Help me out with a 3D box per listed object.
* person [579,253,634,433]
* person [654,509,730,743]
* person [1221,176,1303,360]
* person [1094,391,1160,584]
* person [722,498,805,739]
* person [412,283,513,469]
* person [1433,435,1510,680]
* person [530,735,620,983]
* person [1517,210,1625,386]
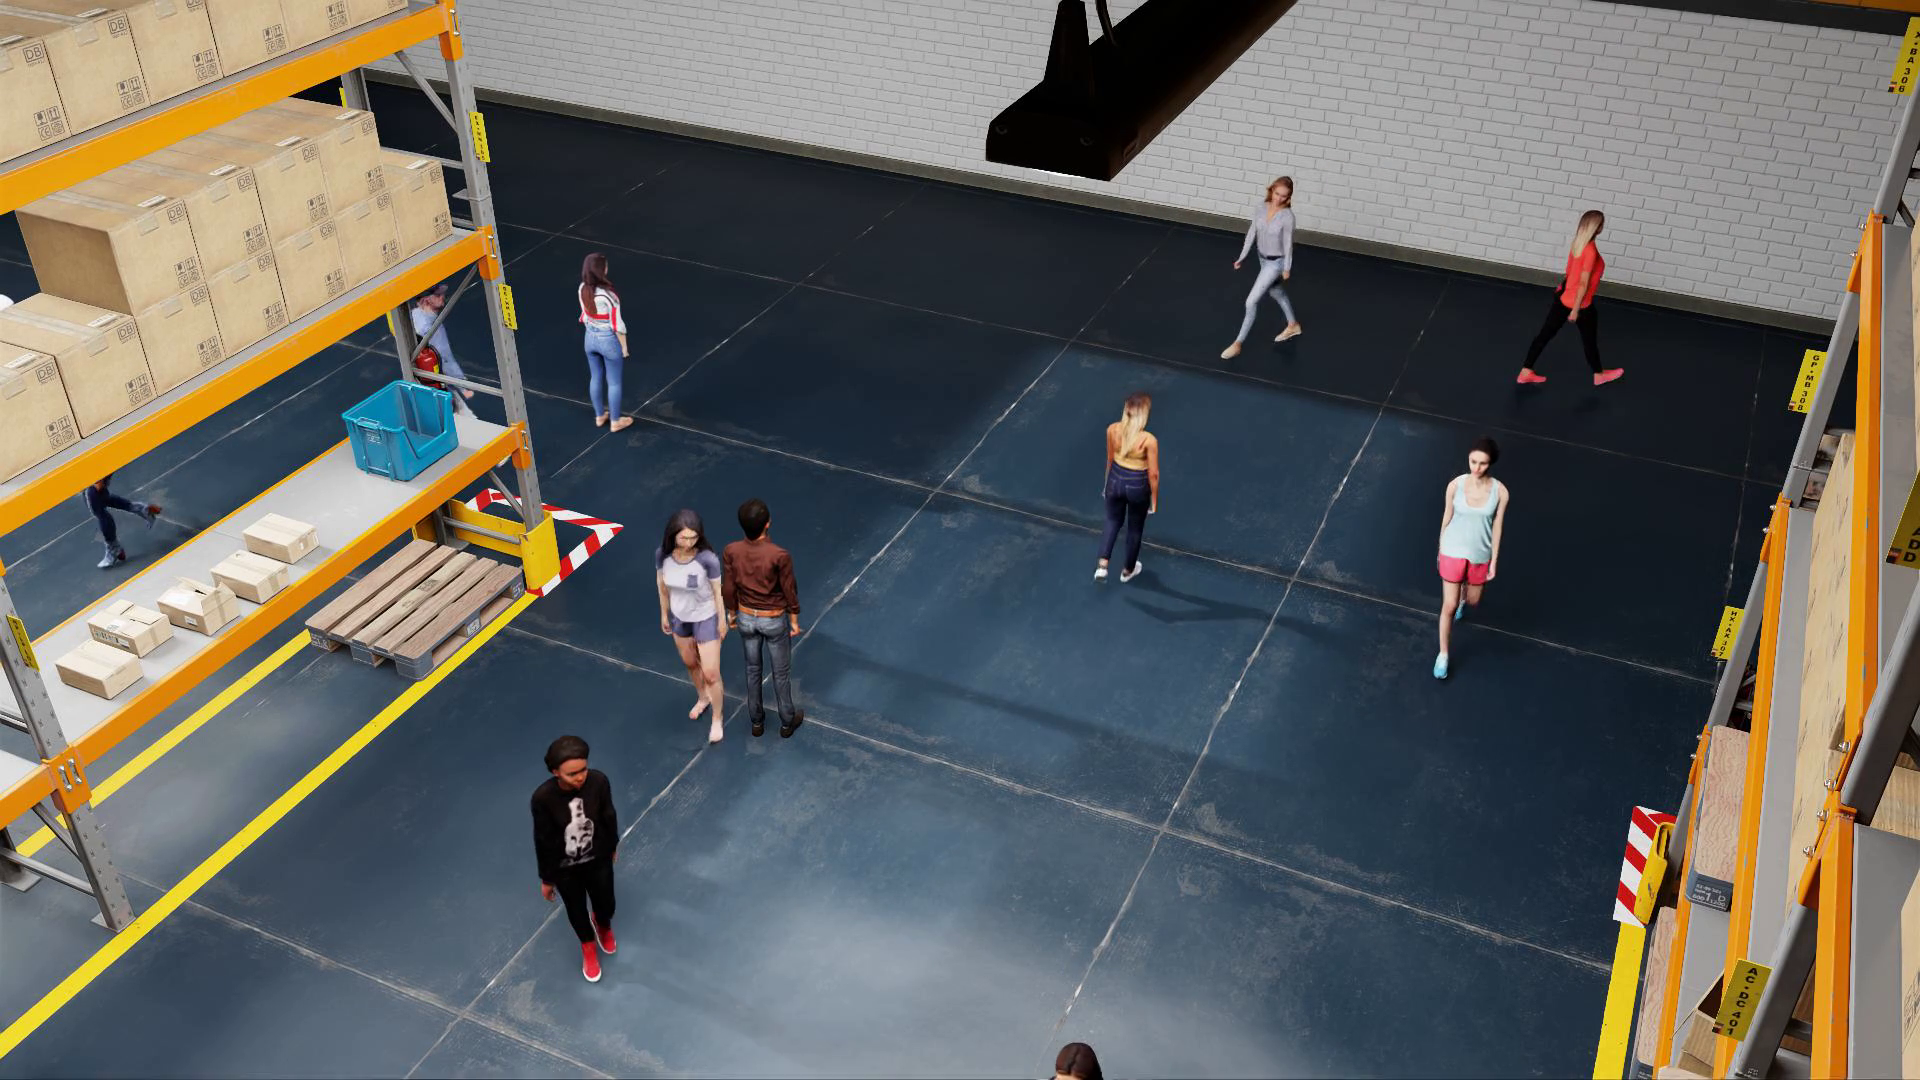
[{"bbox_3d":[-3.030,-1.676,14.095,0.594,1.611,0.502,16,37,23],"label":"person"},{"bbox_3d":[-1.708,0.491,10.761,0.639,1.693,0.658,18,37,24],"label":"person"},{"bbox_3d":[2.908,-2.525,15.258,1.220,1.739,1.078,-15,37,-22],"label":"person"},{"bbox_3d":[1.189,-0.325,12.055,0.638,1.620,0.834,19,38,26],"label":"person"},{"bbox_3d":[-1.263,0.516,10.645,0.688,1.781,0.603,6,34,9],"label":"person"},{"bbox_3d":[-4.207,-1.165,13.117,1.206,1.844,1.134,-14,36,-19],"label":"person"},{"bbox_3d":[3.463,0.074,11.348,0.698,1.738,1.073,9,35,14],"label":"person"},{"bbox_3d":[-2.081,1.666,9.021,0.753,1.664,0.812,-11,35,-16],"label":"person"},{"bbox_3d":[5.310,-2.078,14.673,1.019,1.641,1.139,-2,34,-3],"label":"person"}]
